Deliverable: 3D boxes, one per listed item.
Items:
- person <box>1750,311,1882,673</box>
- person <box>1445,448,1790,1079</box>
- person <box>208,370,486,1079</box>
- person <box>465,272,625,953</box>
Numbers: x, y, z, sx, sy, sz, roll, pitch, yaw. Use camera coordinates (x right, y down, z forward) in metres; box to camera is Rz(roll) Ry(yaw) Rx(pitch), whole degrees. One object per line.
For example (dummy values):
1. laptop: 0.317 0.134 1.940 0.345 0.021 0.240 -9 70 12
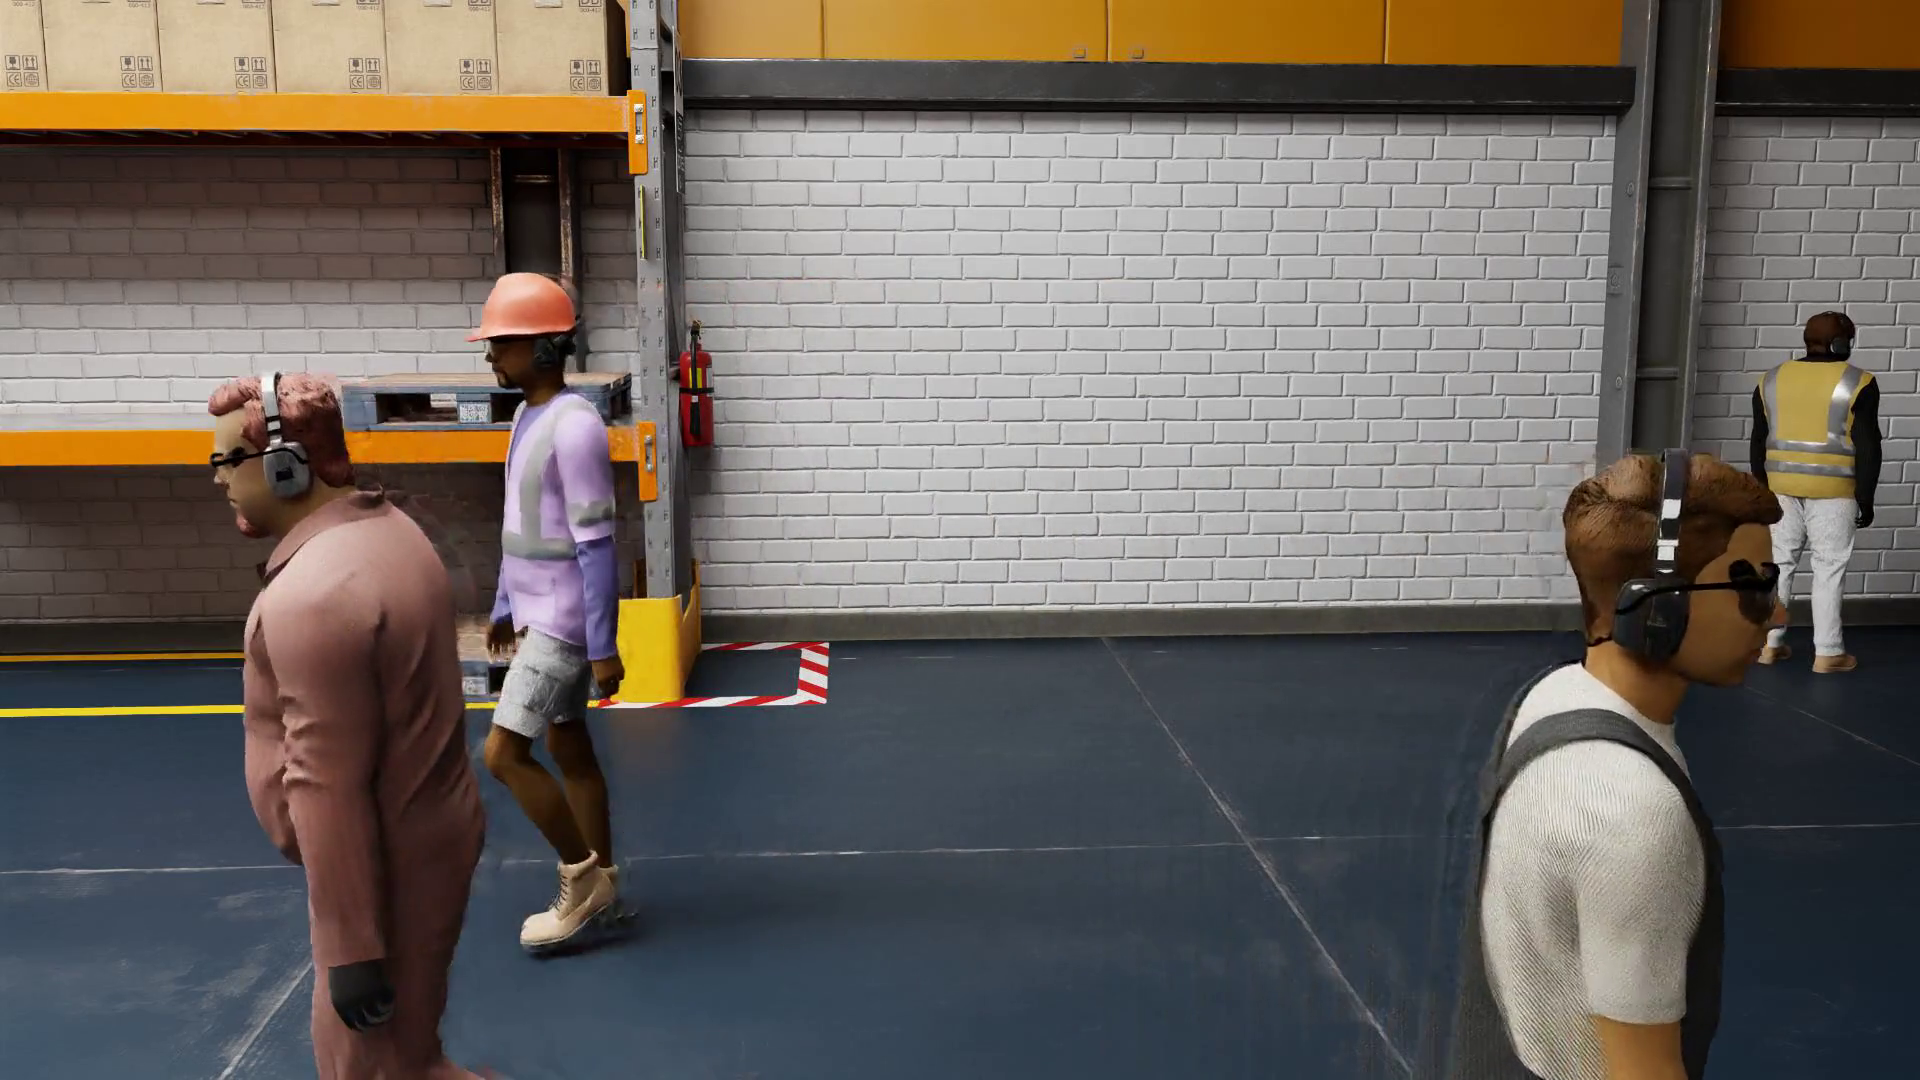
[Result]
1. person: 4.387 -0.246 8.536 0.428 1.840 0.631 -7 11 -37
2. person: 0.889 0.801 2.019 0.773 1.816 0.534 3 9 16
3. person: -0.985 0.611 3.110 0.716 1.869 0.653 -1 9 -7
4. person: -1.236 0.229 4.958 0.495 2.024 0.619 -3 10 -21
